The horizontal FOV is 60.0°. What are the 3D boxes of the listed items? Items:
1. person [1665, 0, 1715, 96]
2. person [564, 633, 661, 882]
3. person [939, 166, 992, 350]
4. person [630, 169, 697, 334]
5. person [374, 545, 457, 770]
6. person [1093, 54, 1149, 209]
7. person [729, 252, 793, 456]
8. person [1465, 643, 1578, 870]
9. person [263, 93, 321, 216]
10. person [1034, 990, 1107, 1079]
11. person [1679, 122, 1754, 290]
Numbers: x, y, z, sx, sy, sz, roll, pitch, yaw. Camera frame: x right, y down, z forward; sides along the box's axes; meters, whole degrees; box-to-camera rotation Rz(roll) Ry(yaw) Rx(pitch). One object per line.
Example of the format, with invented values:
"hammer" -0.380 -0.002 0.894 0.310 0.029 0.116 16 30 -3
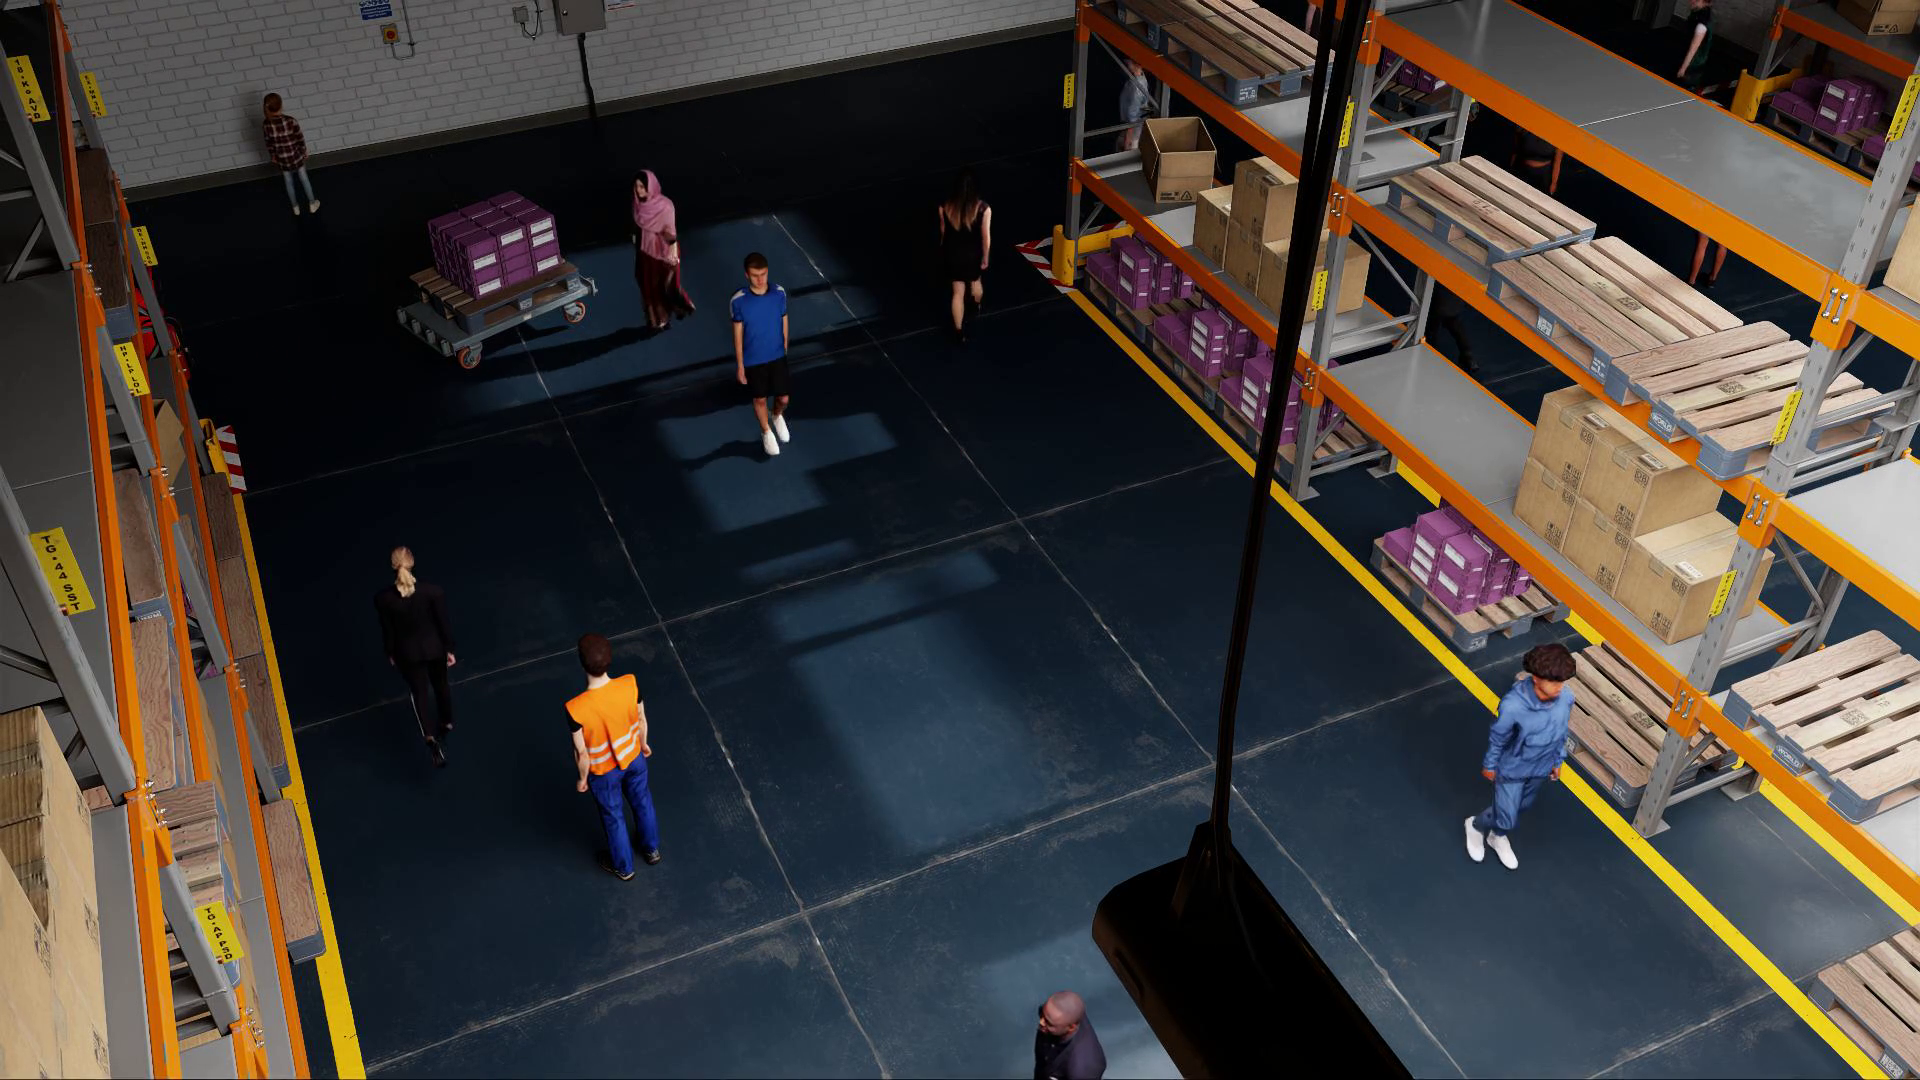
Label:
"person" 8.144 -5.280 18.450 0.973 1.803 0.927 15 41 18
"person" -2.097 1.332 10.102 0.746 1.888 0.725 -29 47 -31
"person" 0.022 -2.516 15.091 0.952 1.675 1.112 4 39 5
"person" -2.754 -2.688 15.345 0.814 1.626 0.877 16 41 19
"person" -3.522 0.806 10.923 0.670 1.685 0.943 -12 40 -15
"person" 1.861 -4.125 16.996 1.070 1.812 1.165 4 39 5
"person" -1.656 -1.574 13.768 0.675 1.854 0.704 -14 41 -16
"person" 3.411 1.289 10.231 0.692 1.794 0.655 -14 41 -17
"person" -6.968 -4.010 17.257 0.560 1.306 0.536 -10 40 -12
"person" 0.539 2.824 8.293 0.774 1.814 0.580 -11 40 -13
"person" 7.258 -3.182 15.873 0.628 1.740 0.568 -10 40 -12
